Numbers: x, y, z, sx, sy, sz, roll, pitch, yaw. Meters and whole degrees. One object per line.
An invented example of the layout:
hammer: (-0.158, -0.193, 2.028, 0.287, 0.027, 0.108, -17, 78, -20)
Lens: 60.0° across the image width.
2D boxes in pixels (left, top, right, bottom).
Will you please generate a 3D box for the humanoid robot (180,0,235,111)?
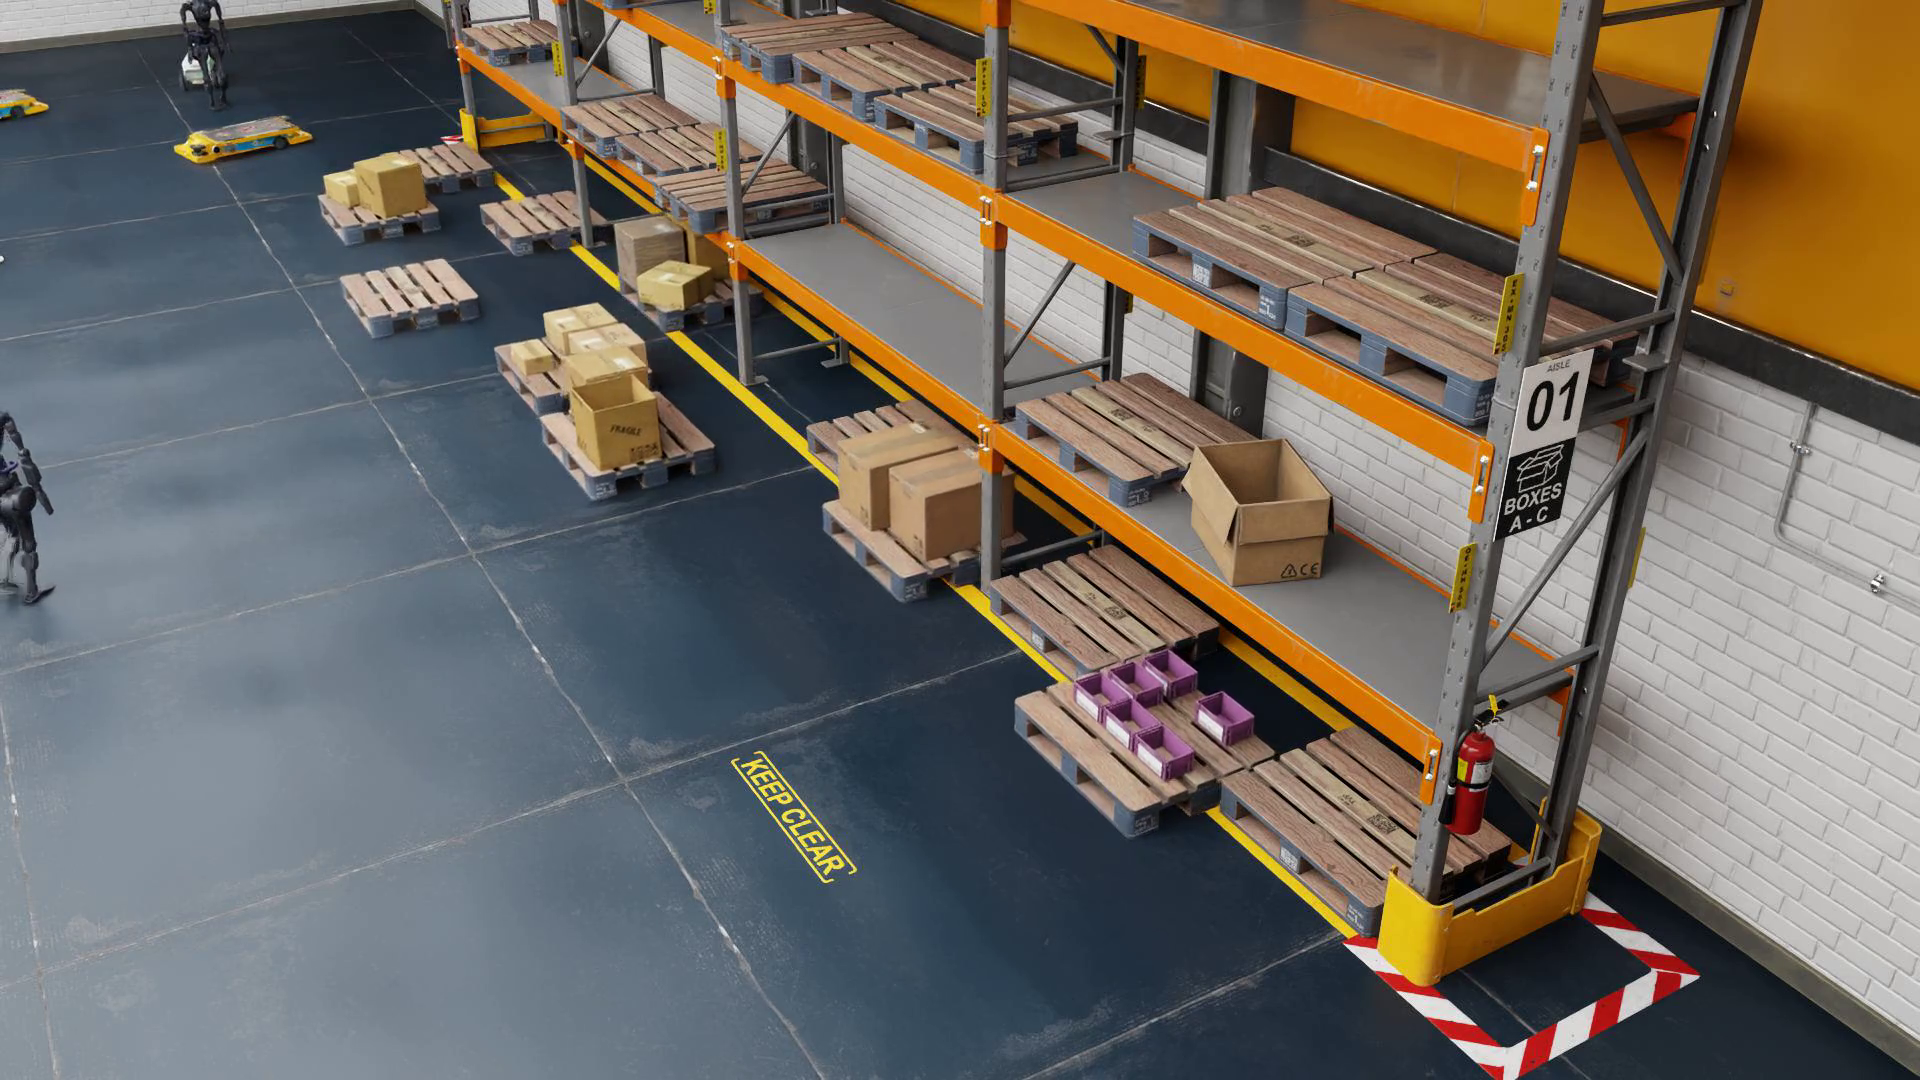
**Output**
humanoid robot: (-9.734, -6.412, 21.521, 0.322, 1.649, 0.599, 25, 38, 36)

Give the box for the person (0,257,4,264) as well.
person: (-9.863, -3.490, 16.336, 0.465, 1.706, 0.368, -5, 30, -10)

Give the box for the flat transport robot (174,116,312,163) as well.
flat transport robot: (-8.722, -4.875, 20.238, 1.431, 0.231, 0.659, -25, 38, -37)

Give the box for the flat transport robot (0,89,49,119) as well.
flat transport robot: (-12.583, -5.509, 21.358, 0.659, 0.231, 1.431, 21, 36, 32)

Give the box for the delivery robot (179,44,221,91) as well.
delivery robot: (-10.416, -6.487, 22.783, 0.499, 0.583, 0.767, -8, 30, -13)

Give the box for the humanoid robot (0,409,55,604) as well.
humanoid robot: (-6.246, -0.364, 10.845, 0.616, 1.644, 0.336, 5, 30, 9)
